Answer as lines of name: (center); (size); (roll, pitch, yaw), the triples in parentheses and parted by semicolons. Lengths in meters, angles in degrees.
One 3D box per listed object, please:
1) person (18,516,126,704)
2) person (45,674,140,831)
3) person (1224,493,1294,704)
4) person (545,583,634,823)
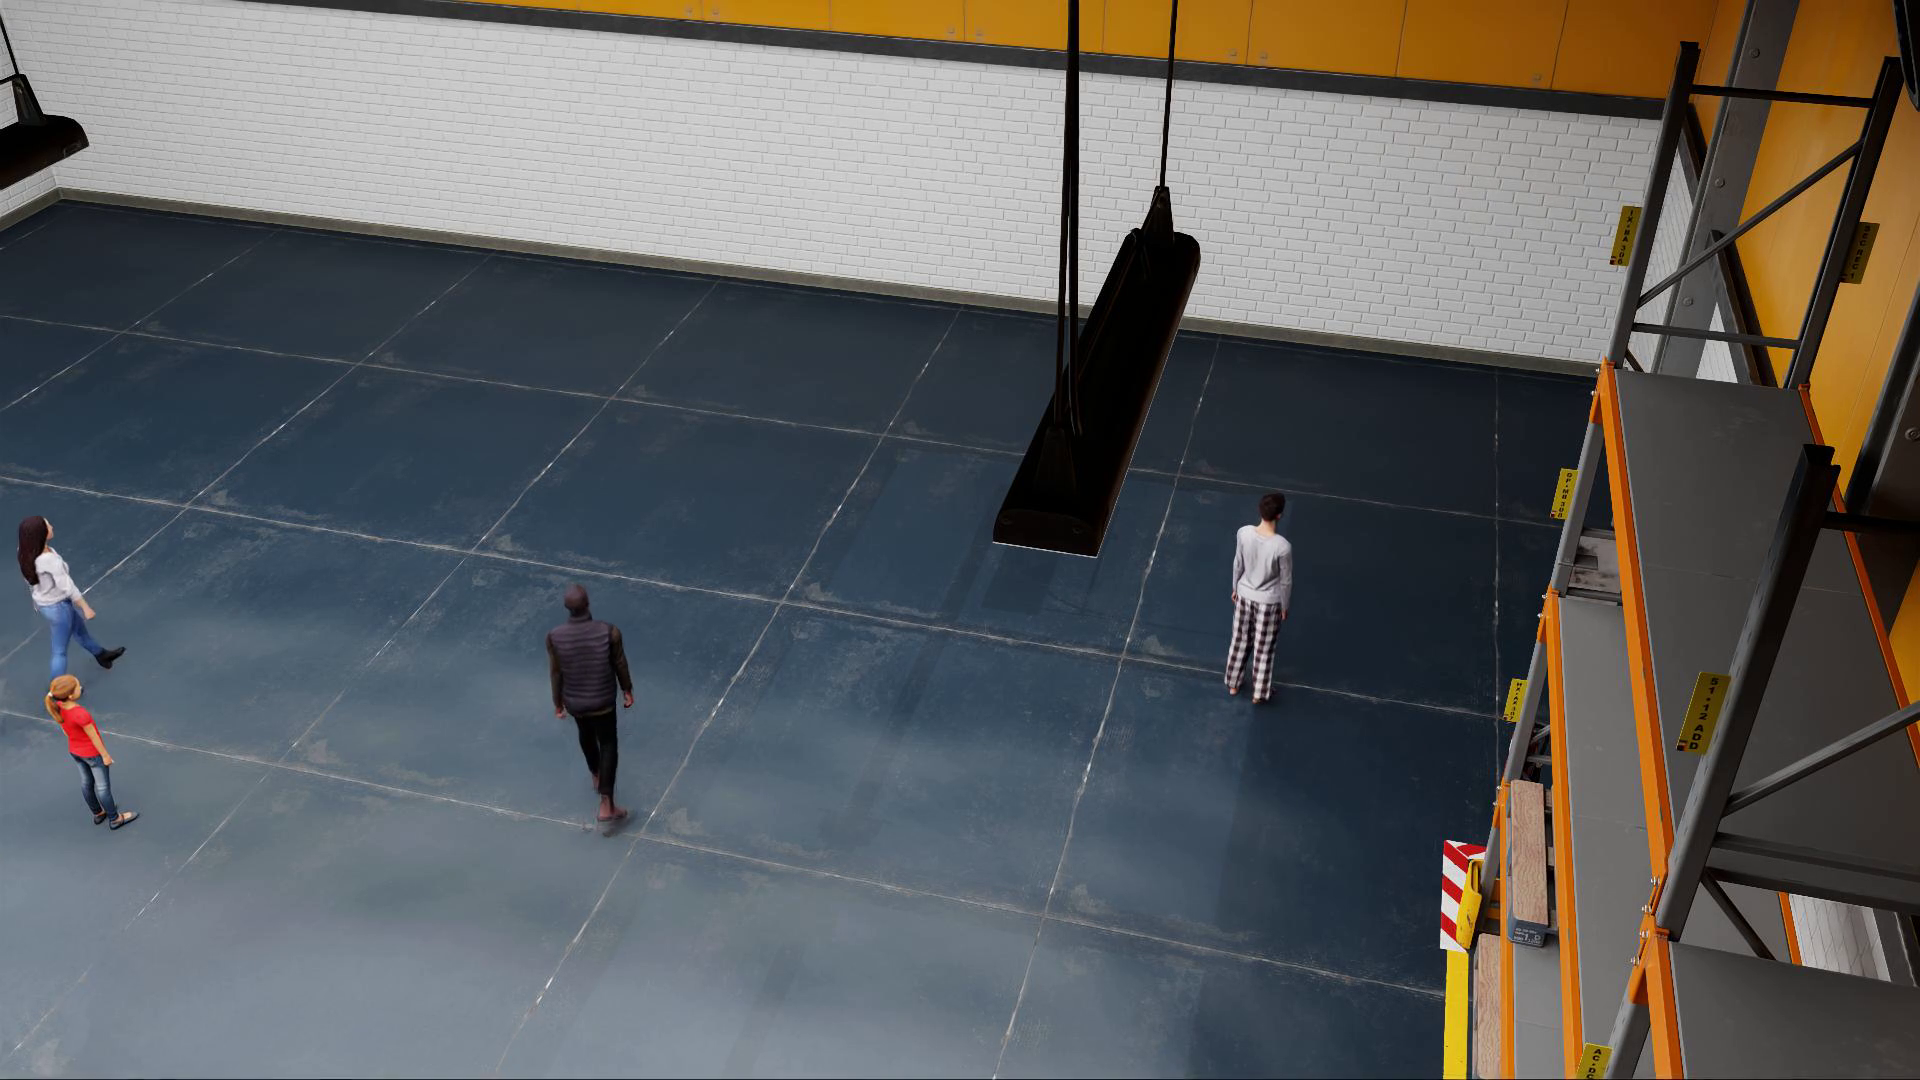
person: (-7.108, 0.579, 12.940); (0.831, 1.595, 1.032); (21, 39, 28)
person: (-6.210, 1.499, 11.815); (0.527, 1.309, 0.529); (16, 37, 22)
person: (2.322, 0.451, 12.905); (0.703, 1.847, 0.672); (22, 40, 30)
person: (-2.641, 1.195, 11.831); (0.931, 1.797, 1.133); (-2, 34, -2)
